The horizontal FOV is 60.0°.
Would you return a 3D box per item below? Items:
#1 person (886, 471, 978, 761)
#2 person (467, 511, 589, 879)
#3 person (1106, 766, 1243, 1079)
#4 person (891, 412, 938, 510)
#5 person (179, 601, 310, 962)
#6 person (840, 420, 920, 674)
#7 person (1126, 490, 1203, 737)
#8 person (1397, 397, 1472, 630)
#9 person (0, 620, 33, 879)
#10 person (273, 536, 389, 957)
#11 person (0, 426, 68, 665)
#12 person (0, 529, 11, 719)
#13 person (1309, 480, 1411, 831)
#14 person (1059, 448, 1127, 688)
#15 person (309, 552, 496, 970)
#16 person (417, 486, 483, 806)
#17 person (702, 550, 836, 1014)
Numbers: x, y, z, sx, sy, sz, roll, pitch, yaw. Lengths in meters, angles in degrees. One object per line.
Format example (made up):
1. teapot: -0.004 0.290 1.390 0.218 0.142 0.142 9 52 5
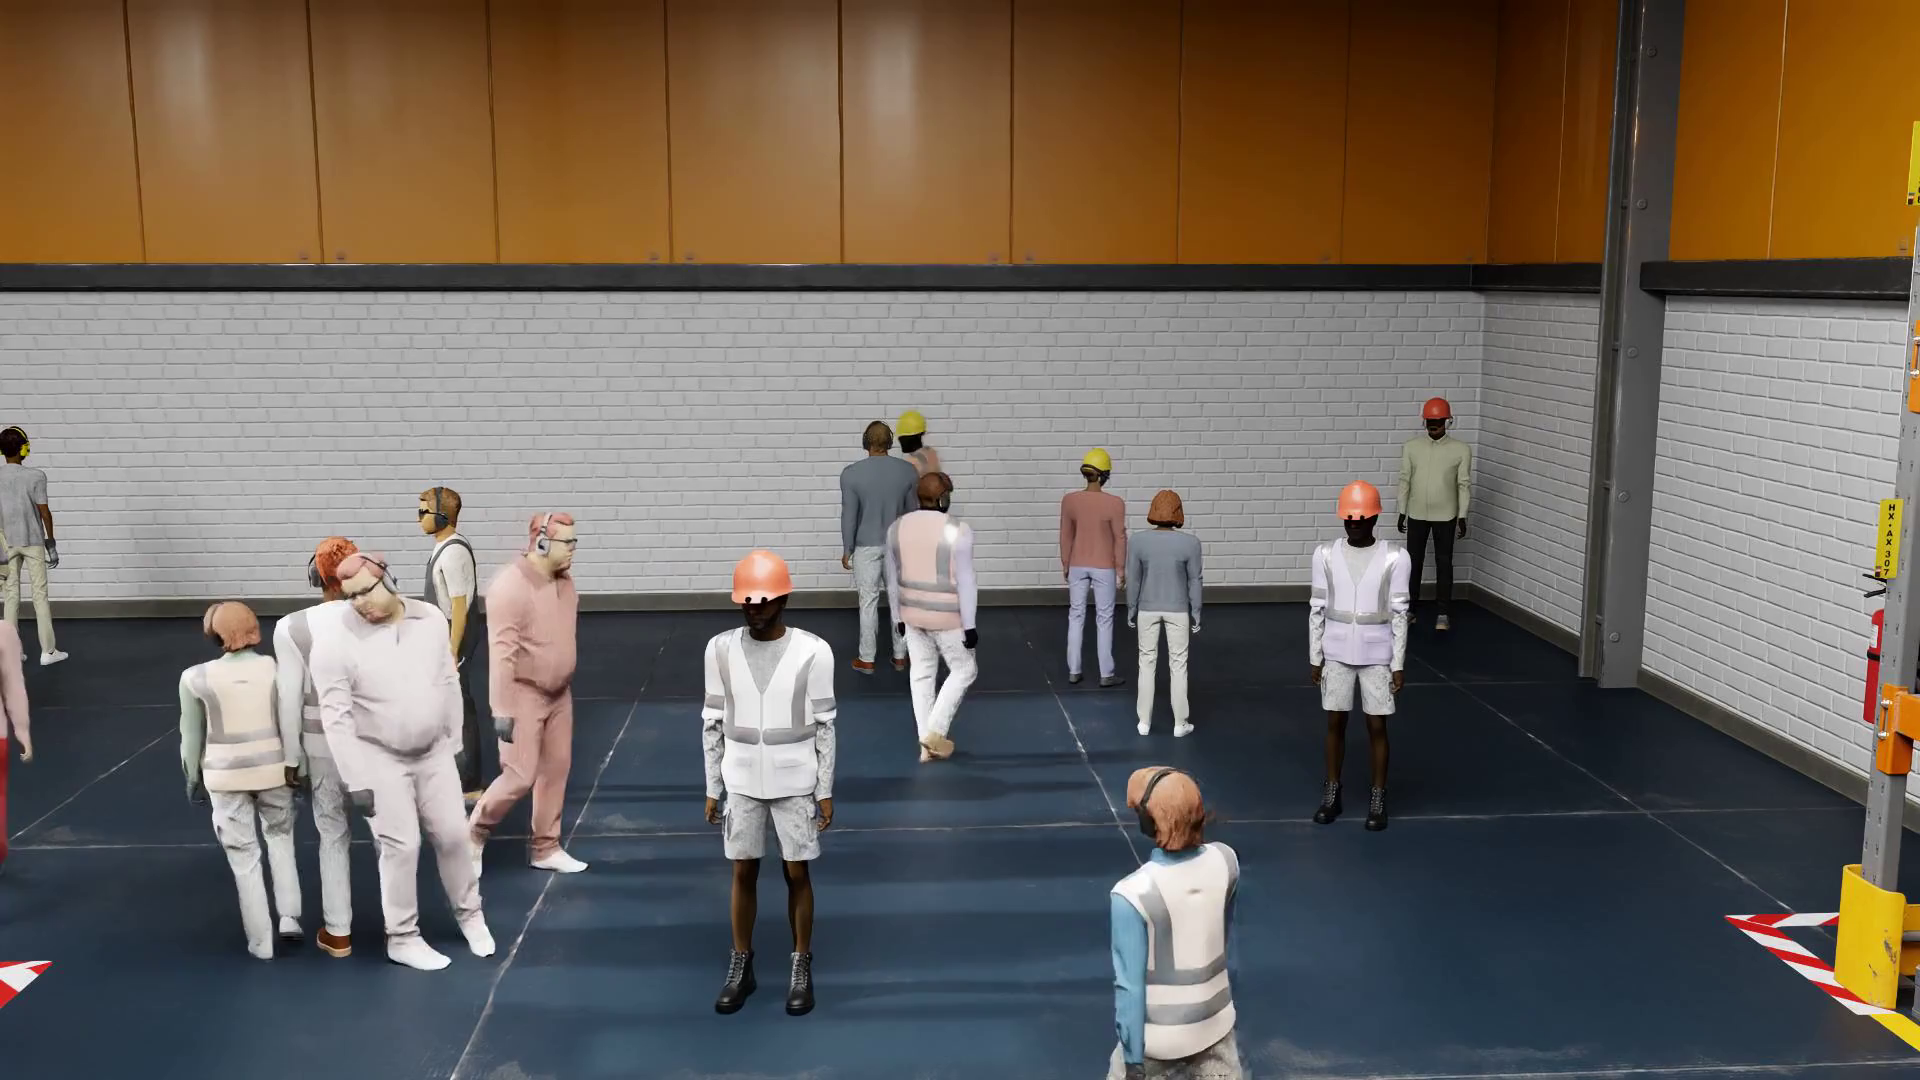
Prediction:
1. person: -0.153 0.486 10.318 0.653 1.830 0.434 6 11 32
2. person: -2.211 0.778 8.363 0.620 1.876 0.667 3 10 19
3. person: 0.671 1.460 4.939 0.524 1.599 0.856 -6 11 -33
4. person: -0.353 -0.138 14.087 0.547 1.896 0.646 2 9 13
5. person: -3.154 1.062 7.370 0.514 1.618 0.397 -5 11 -31
6. person: -0.616 0.054 12.697 0.630 1.940 0.372 -4 10 -22
7. person: 1.344 0.482 10.963 0.507 1.631 0.266 2 9 15
8. person: 4.056 -0.227 14.281 0.611 1.996 0.379 4 10 26
9. person: -4.769 0.919 7.934 0.547 1.726 0.882 -7 12 -39
10. person: -2.734 0.920 7.438 0.575 1.882 0.361 -5 10 -29
11. person: -7.282 0.052 12.926 0.510 1.872 0.329 -1 9 -9
12. person: -6.712 0.323 11.362 0.590 1.827 0.404 8 12 42
13. person: 2.171 0.630 9.114 0.540 1.931 0.382 4 10 23
14. person: 0.991 0.204 12.295 0.527 1.767 0.331 5 10 29
15. person: -2.410 0.964 7.246 0.441 1.859 0.713 7 12 38
16. person: -2.910 0.608 9.513 0.329 1.844 0.517 -3 9 -17
17. person: -0.783 0.994 6.800 0.550 1.935 0.376 1 9 5
